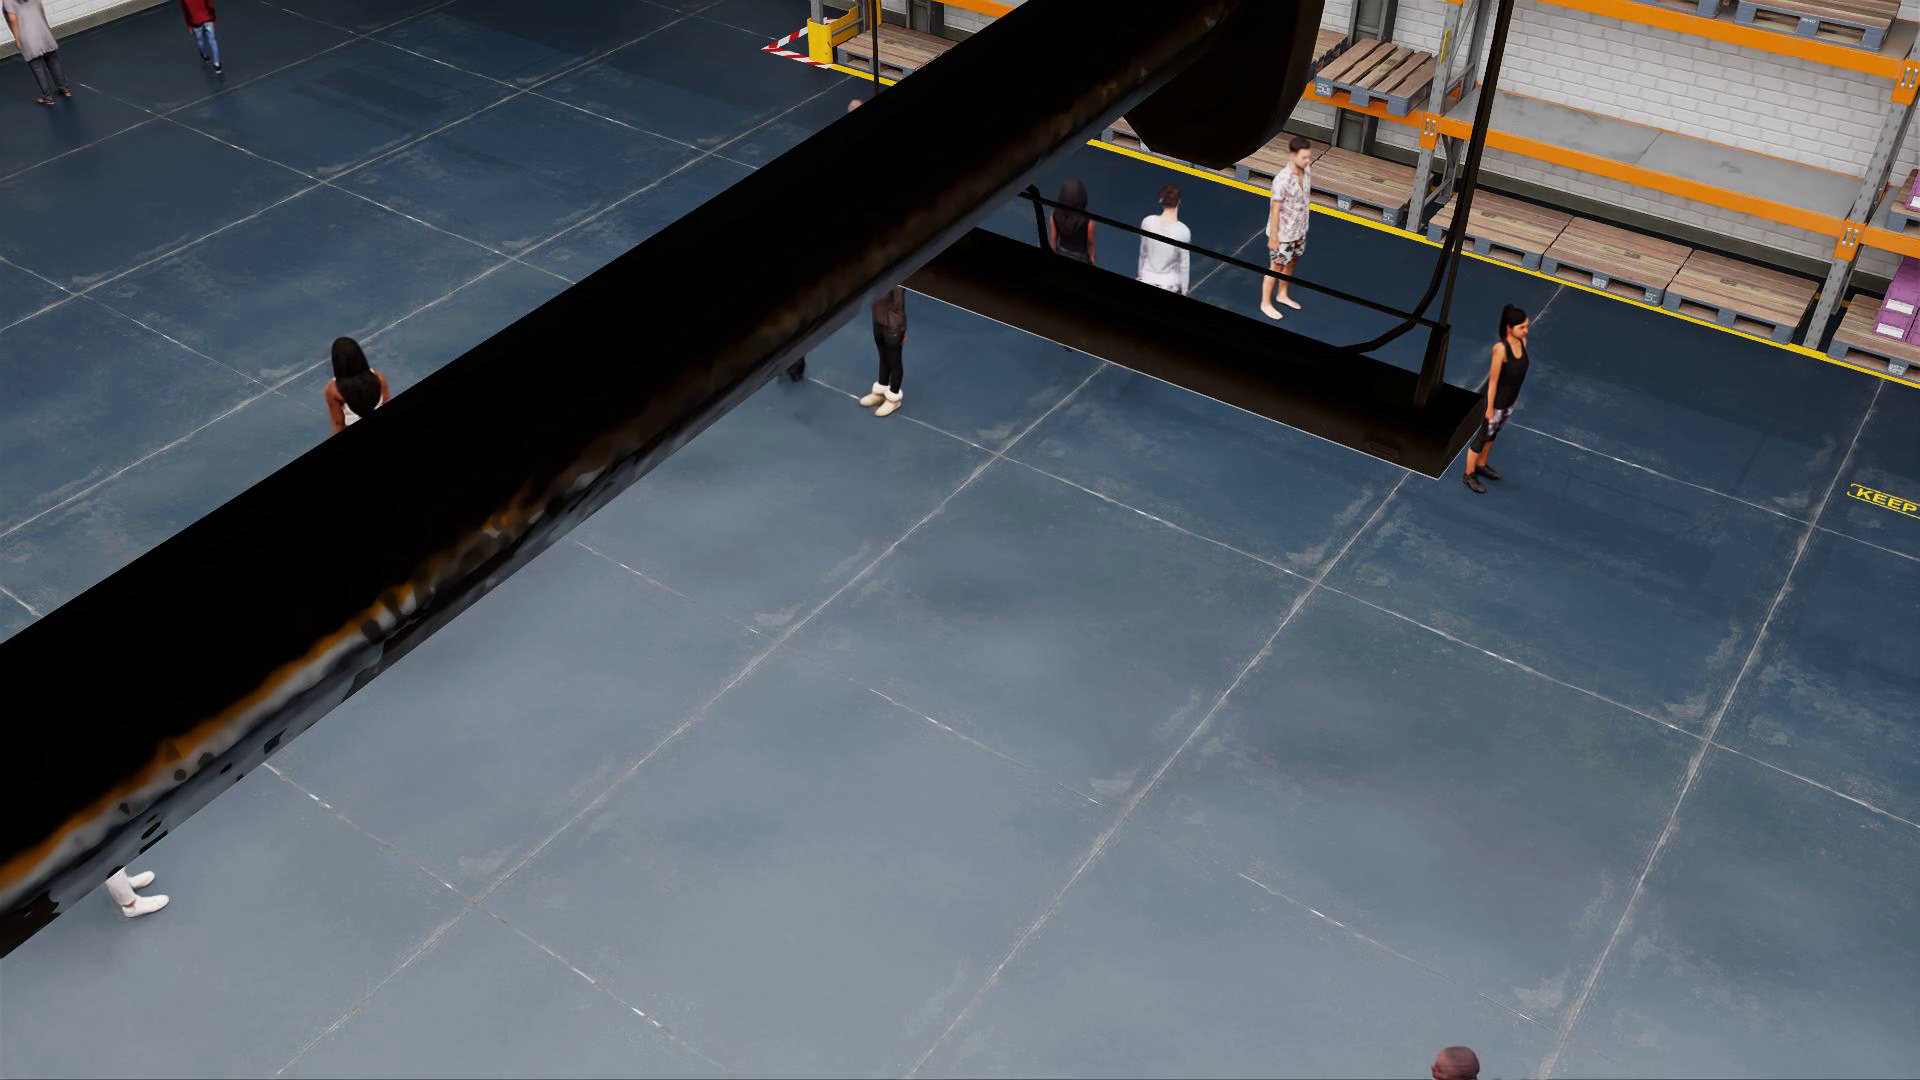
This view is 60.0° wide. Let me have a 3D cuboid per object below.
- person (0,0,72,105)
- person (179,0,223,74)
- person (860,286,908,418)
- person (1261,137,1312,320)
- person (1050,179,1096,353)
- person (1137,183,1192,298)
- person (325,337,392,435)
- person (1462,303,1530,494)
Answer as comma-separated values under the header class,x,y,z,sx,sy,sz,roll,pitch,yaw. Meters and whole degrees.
class,x,y,z,sx,sy,sz,roll,pitch,yaw
person,-10.944,-5.975,19.621,0.691,1.614,0.668,17,42,20
person,-9.282,-6.327,20.370,0.751,1.230,0.925,-18,42,-21
person,-0.613,-1.880,14.452,0.661,1.666,0.719,10,40,12
person,3.083,-2.976,15.708,0.633,1.811,0.708,32,48,33
person,0.996,-2.427,15.089,0.827,1.725,0.751,16,41,19
person,1.753,-2.258,14.793,0.722,1.830,0.739,20,43,23
person,-4.597,-0.776,12.955,0.711,1.809,0.720,-22,44,-25
person,4.387,-1.167,13.565,0.551,1.659,0.608,31,48,33
